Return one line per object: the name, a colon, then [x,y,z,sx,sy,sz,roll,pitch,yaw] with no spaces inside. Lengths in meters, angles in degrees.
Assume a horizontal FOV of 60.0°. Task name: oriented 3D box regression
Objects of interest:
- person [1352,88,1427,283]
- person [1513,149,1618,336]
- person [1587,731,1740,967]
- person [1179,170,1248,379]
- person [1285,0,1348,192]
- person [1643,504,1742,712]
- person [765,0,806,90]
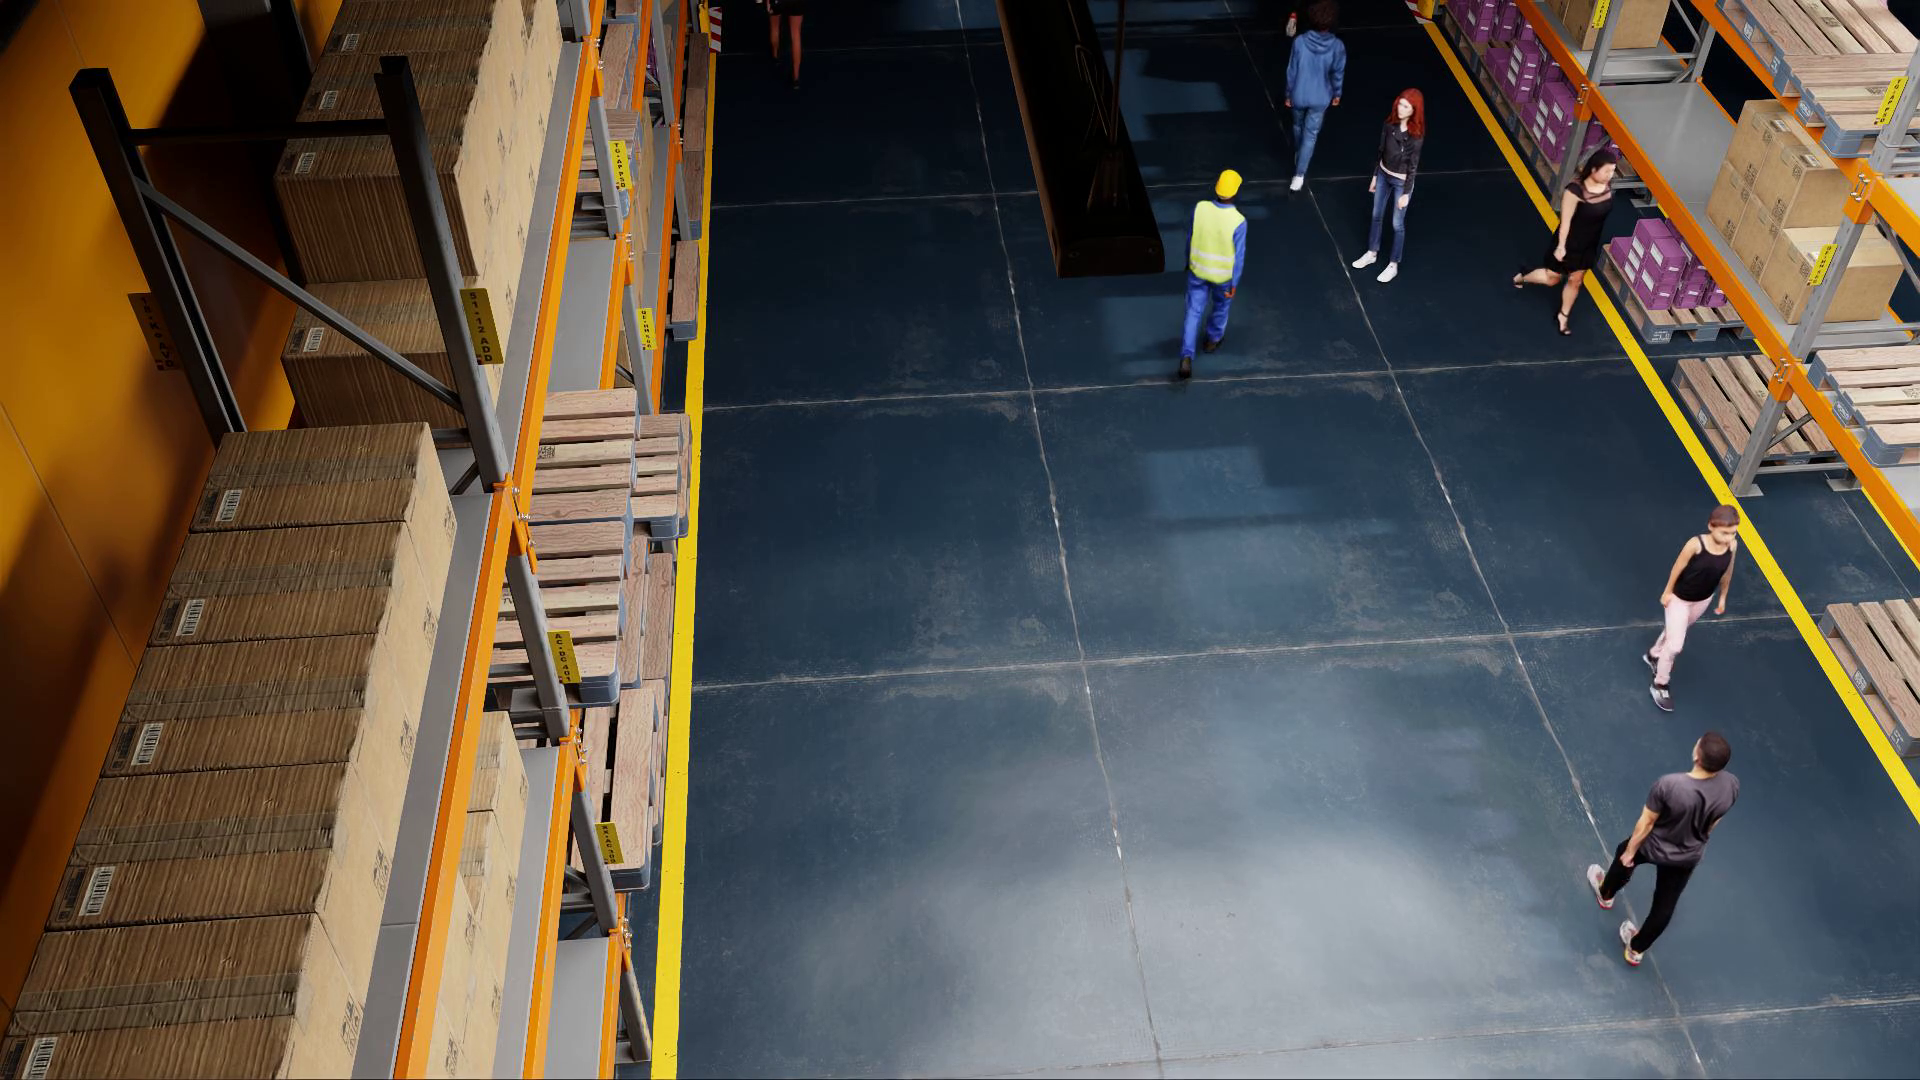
person: [3.713,-3.047,14.214,0.702,1.787,0.612,-29,51,-27]
person: [4.983,-2.481,13.687,0.840,1.695,1.013,-20,47,-19]
person: [3.935,1.764,9.197,0.737,1.742,0.924,3,44,3]
person: [1.967,-2.092,13.213,0.993,1.785,1.251,15,45,15]
person: [3.213,-4.056,15.280,1.014,1.778,1.262,15,46,15]
person: [4.731,0.319,10.851,0.571,1.553,0.777,-7,44,-7]
person: [-1.734,-5.360,16.701,0.726,1.705,1.070,-11,45,-11]
